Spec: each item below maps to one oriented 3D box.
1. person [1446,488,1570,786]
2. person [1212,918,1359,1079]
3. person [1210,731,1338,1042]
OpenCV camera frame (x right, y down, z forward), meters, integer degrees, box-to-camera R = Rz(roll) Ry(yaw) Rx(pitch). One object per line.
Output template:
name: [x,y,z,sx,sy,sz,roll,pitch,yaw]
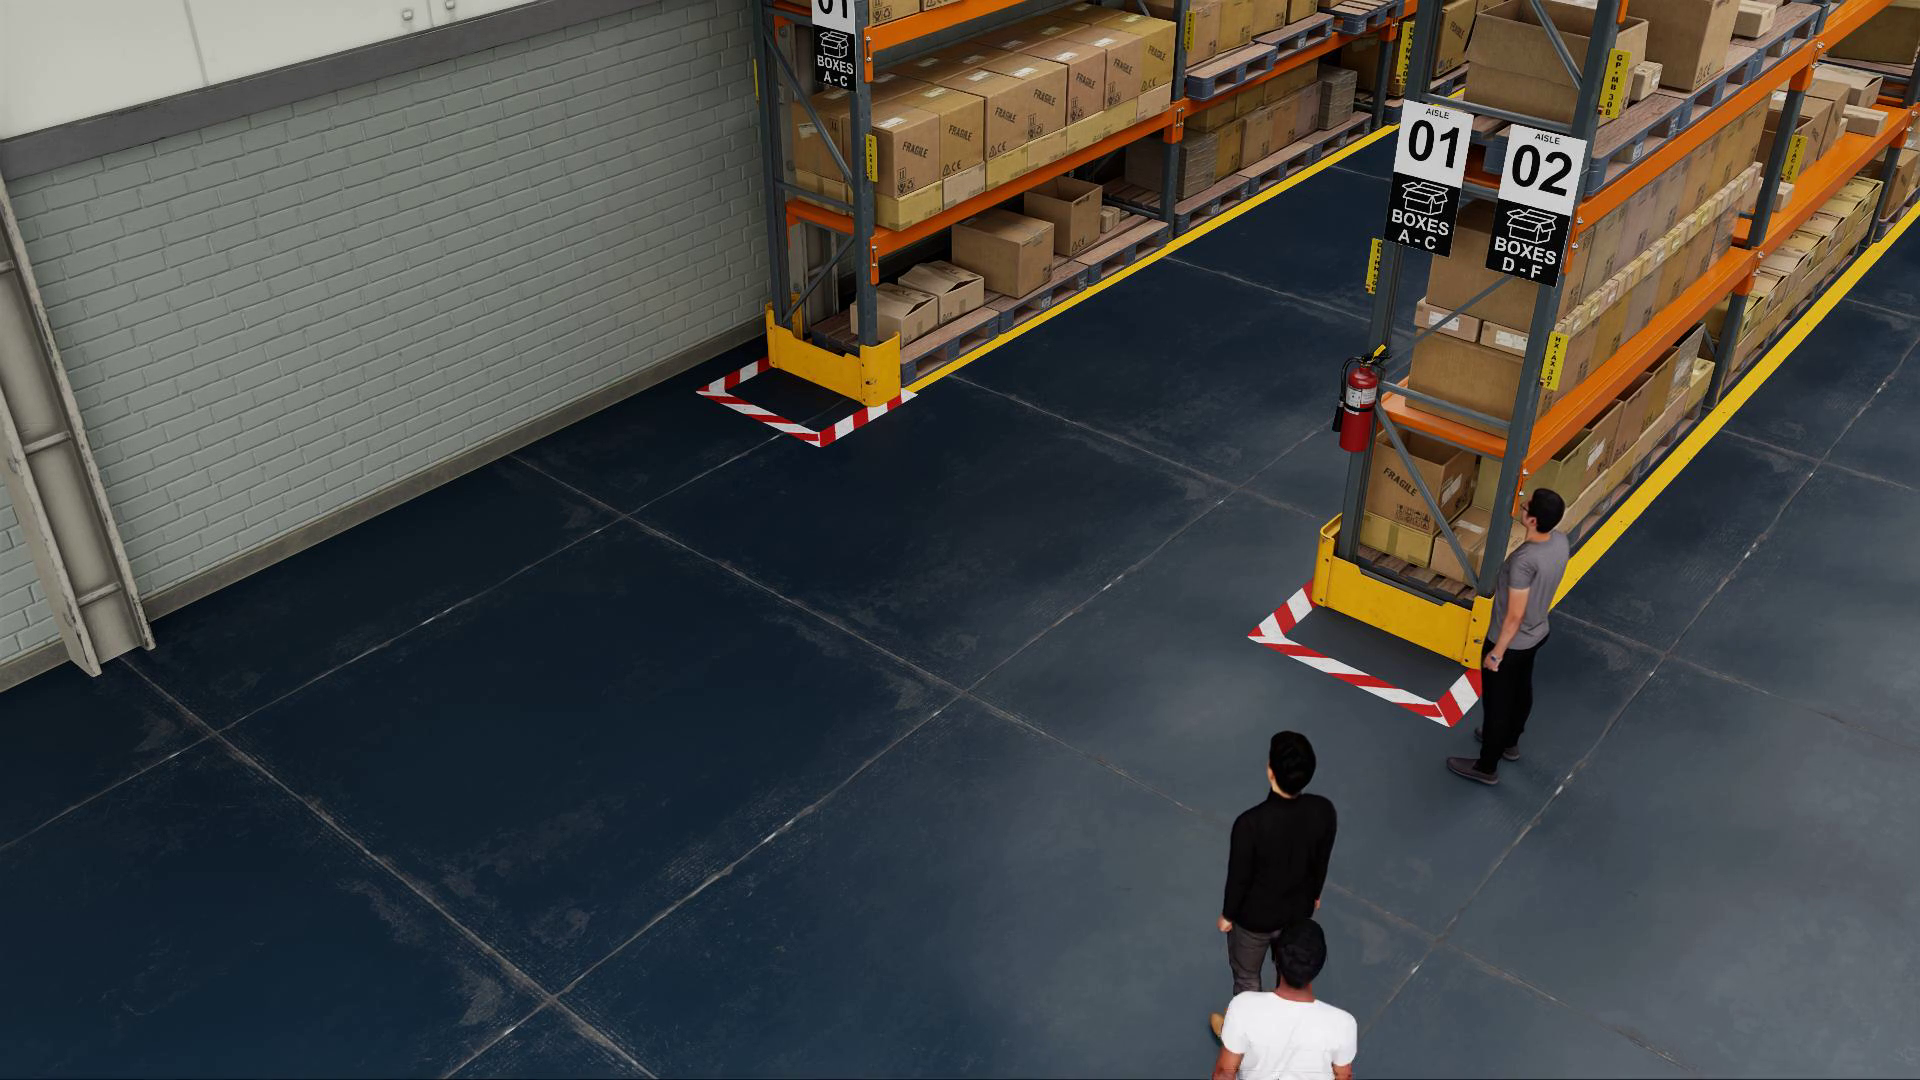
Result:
person: [2.904,0.491,8.679,0.683,1.754,0.468,26,41,34]
person: [1.159,2.187,6.128,0.956,1.694,1.203,9,34,13]
person: [1.337,1.533,7.107,0.659,1.722,0.783,-11,35,-16]
